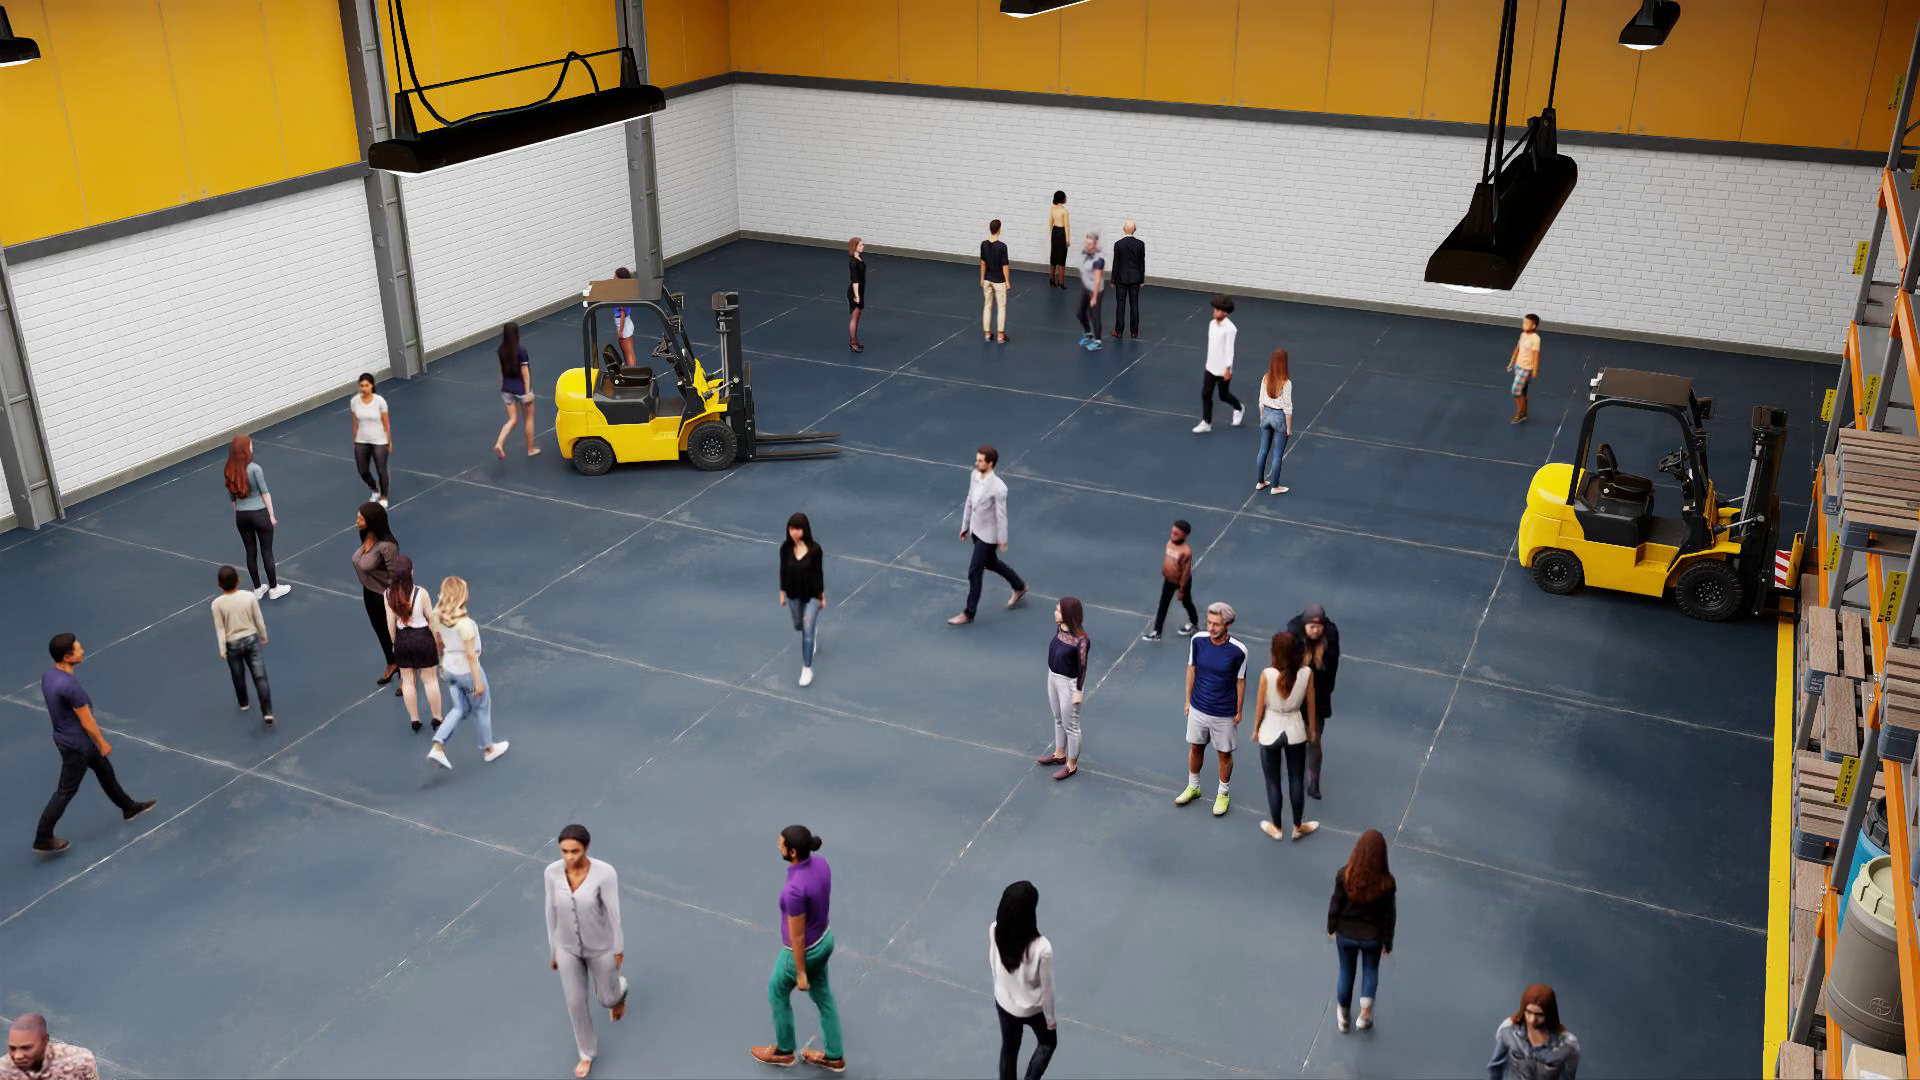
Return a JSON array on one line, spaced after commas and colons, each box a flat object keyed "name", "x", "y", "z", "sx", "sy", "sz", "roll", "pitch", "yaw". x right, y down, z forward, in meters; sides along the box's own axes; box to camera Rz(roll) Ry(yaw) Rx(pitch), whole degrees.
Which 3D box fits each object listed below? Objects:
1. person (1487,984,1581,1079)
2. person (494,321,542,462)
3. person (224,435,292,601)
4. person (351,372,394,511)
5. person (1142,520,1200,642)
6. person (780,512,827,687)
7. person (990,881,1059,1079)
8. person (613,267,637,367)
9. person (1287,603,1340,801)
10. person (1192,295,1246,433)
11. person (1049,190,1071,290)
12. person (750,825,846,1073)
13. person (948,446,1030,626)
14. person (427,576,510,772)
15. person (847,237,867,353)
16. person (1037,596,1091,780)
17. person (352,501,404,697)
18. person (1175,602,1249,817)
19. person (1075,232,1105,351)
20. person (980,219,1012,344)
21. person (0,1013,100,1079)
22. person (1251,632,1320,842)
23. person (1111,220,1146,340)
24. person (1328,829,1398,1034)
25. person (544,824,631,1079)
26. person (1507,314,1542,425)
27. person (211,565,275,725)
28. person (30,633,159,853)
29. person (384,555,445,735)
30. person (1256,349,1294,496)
[{"name": "person", "x": 3.161, "y": 3.112, "z": 9.208, "sx": 0.649, "sy": 1.685, "sz": 0.827, "roll": 12, "pitch": 27, "yaw": 26}, {"name": "person", "x": -5.462, "y": -1.771, "z": 20.305, "sx": 0.632, "sy": 1.744, "sz": 0.991, "roll": 9, "pitch": 25, "yaw": 20}, {"name": "person", "x": -7.126, "y": -0.226, "z": 16.772, "sx": 0.637, "sy": 1.744, "sz": 0.628, "roll": 4, "pitch": 24, "yaw": 8}, {"name": "person", "x": -6.695, "y": -1.149, "z": 19.021, "sx": 0.685, "sy": 1.634, "sz": 0.700, "roll": 0, "pitch": 24, "yaw": 0}, {"name": "person", "x": 2.153, "y": 0.392, "z": 16.012, "sx": 0.968, "sy": 1.220, "sz": 0.810, "roll": -15, "pitch": 28, "yaw": -30}, {"name": "person", "x": -1.418, "y": 0.469, "z": 15.334, "sx": 0.737, "sy": 1.623, "sz": 1.062, "roll": 5, "pitch": 24, "yaw": 10}, {"name": "person", "x": 0.321, "y": 2.800, "z": 9.910, "sx": 0.685, "sy": 1.695, "sz": 0.646, "roll": 16, "pitch": 28, "yaw": 33}, {"name": "person", "x": -4.608, "y": -2.905, "z": 22.901, "sx": 0.728, "sy": 1.743, "sz": 0.613, "roll": -2, "pitch": 24, "yaw": -4}, {"name": "person", "x": 2.783, "y": 1.229, "z": 13.564, "sx": 0.879, "sy": 1.648, "sz": 1.064, "roll": 1, "pitch": 24, "yaw": 3}, {"name": "person", "x": 3.391, "y": -2.253, "z": 21.354, "sx": 1.147, "sy": 1.788, "sz": 0.980, "roll": -14, "pitch": 27, "yaw": -29}, {"name": "person", "x": 1.663, "y": -5.037, "z": 27.890, "sx": 0.663, "sy": 1.653, "sz": 0.651, "roll": -20, "pitch": 31, "yaw": -38}, {"name": "person", "x": -0.871, "y": 2.579, "z": 10.355, "sx": 0.752, "sy": 1.744, "sz": 0.790, "roll": 9, "pitch": 25, "yaw": 20}, {"name": "person", "x": 0.328, "y": -0.077, "z": 16.336, "sx": 1.278, "sy": 1.821, "sz": 1.140, "roll": -11, "pitch": 26, "yaw": -24}, {"name": "person", "x": -4.181, "y": 1.138, "z": 13.700, "sx": 0.817, "sy": 1.706, "sz": 1.051, "roll": 18, "pitch": 30, "yaw": 36}, {"name": "person", "x": -1.540, "y": -3.647, "z": 24.647, "sx": 0.709, "sy": 1.705, "sz": 0.555, "roll": 2, "pitch": 24, "yaw": 4}, {"name": "person", "x": 0.858, "y": 1.199, "z": 13.682, "sx": 0.729, "sy": 1.608, "sz": 0.685, "roll": -10, "pitch": 26, "yaw": -22}, {"name": "person", "x": -5.172, "y": 0.508, "z": 14.971, "sx": 0.727, "sy": 1.842, "sz": 0.714, "roll": 22, "pitch": 32, "yaw": 40}, {"name": "person", "x": 2.011, "y": 1.309, "z": 13.150, "sx": 0.646, "sy": 1.833, "sz": 0.558, "roll": 13, "pitch": 27, "yaw": 27}, {"name": "person", "x": 1.981, "y": -3.687, "z": 24.628, "sx": 0.845, "sy": 1.793, "sz": 0.835, "roll": -9, "pitch": 25, "yaw": -19}, {"name": "person", "x": 0.521, "y": -3.888, "z": 25.017, "sx": 0.662, "sy": 1.850, "sz": 0.572, "roll": 14, "pitch": 27, "yaw": 28}, {"name": "person", "x": -4.759, "y": 3.186, "z": 8.911, "sx": 1.104, "sy": 1.789, "sz": 1.271, "roll": -3, "pitch": 24, "yaw": -6}, {"name": "person", "x": 2.516, "y": 1.514, "z": 12.756, "sx": 0.798, "sy": 1.772, "sz": 0.732, "roll": 3, "pitch": 24, "yaw": 8}, {"name": "person", "x": 2.550, "y": -3.962, "z": 25.249, "sx": 0.773, "sy": 1.800, "sz": 0.781, "roll": -3, "pitch": 24, "yaw": -7}, {"name": "person", "x": 2.579, "y": 2.573, "z": 10.709, "sx": 0.628, "sy": 1.472, "sz": 0.622, "roll": 5, "pitch": 24, "yaw": 11}, {"name": "person", "x": -2.347, "y": 2.515, "z": 10.535, "sx": 0.824, "sy": 1.718, "sz": 1.000, "roll": 2, "pitch": 24, "yaw": 4}, {"name": "person", "x": 7.460, "y": -2.253, "z": 21.776, "sx": 0.711, "sy": 1.450, "sz": 0.648, "roll": -5, "pitch": 24, "yaw": -12}, {"name": "person", "x": -6.232, "y": 0.937, "z": 14.484, "sx": 1.010, "sy": 1.446, "sz": 0.954, "roll": -14, "pitch": 27, "yaw": -29}, {"name": "person", "x": -6.816, "y": 1.585, "z": 12.637, "sx": 1.272, "sy": 1.738, "sz": 0.969, "roll": -21, "pitch": 31, "yaw": -39}, {"name": "person", "x": -4.695, "y": 0.902, "z": 14.307, "sx": 0.634, "sy": 1.652, "sz": 0.660, "roll": -3, "pitch": 24, "yaw": -7}, {"name": "person", "x": 3.685, "y": -1.395, "z": 19.466, "sx": 0.619, "sy": 1.728, "sz": 0.644, "roll": -20, "pitch": 31, "yaw": -38}]
